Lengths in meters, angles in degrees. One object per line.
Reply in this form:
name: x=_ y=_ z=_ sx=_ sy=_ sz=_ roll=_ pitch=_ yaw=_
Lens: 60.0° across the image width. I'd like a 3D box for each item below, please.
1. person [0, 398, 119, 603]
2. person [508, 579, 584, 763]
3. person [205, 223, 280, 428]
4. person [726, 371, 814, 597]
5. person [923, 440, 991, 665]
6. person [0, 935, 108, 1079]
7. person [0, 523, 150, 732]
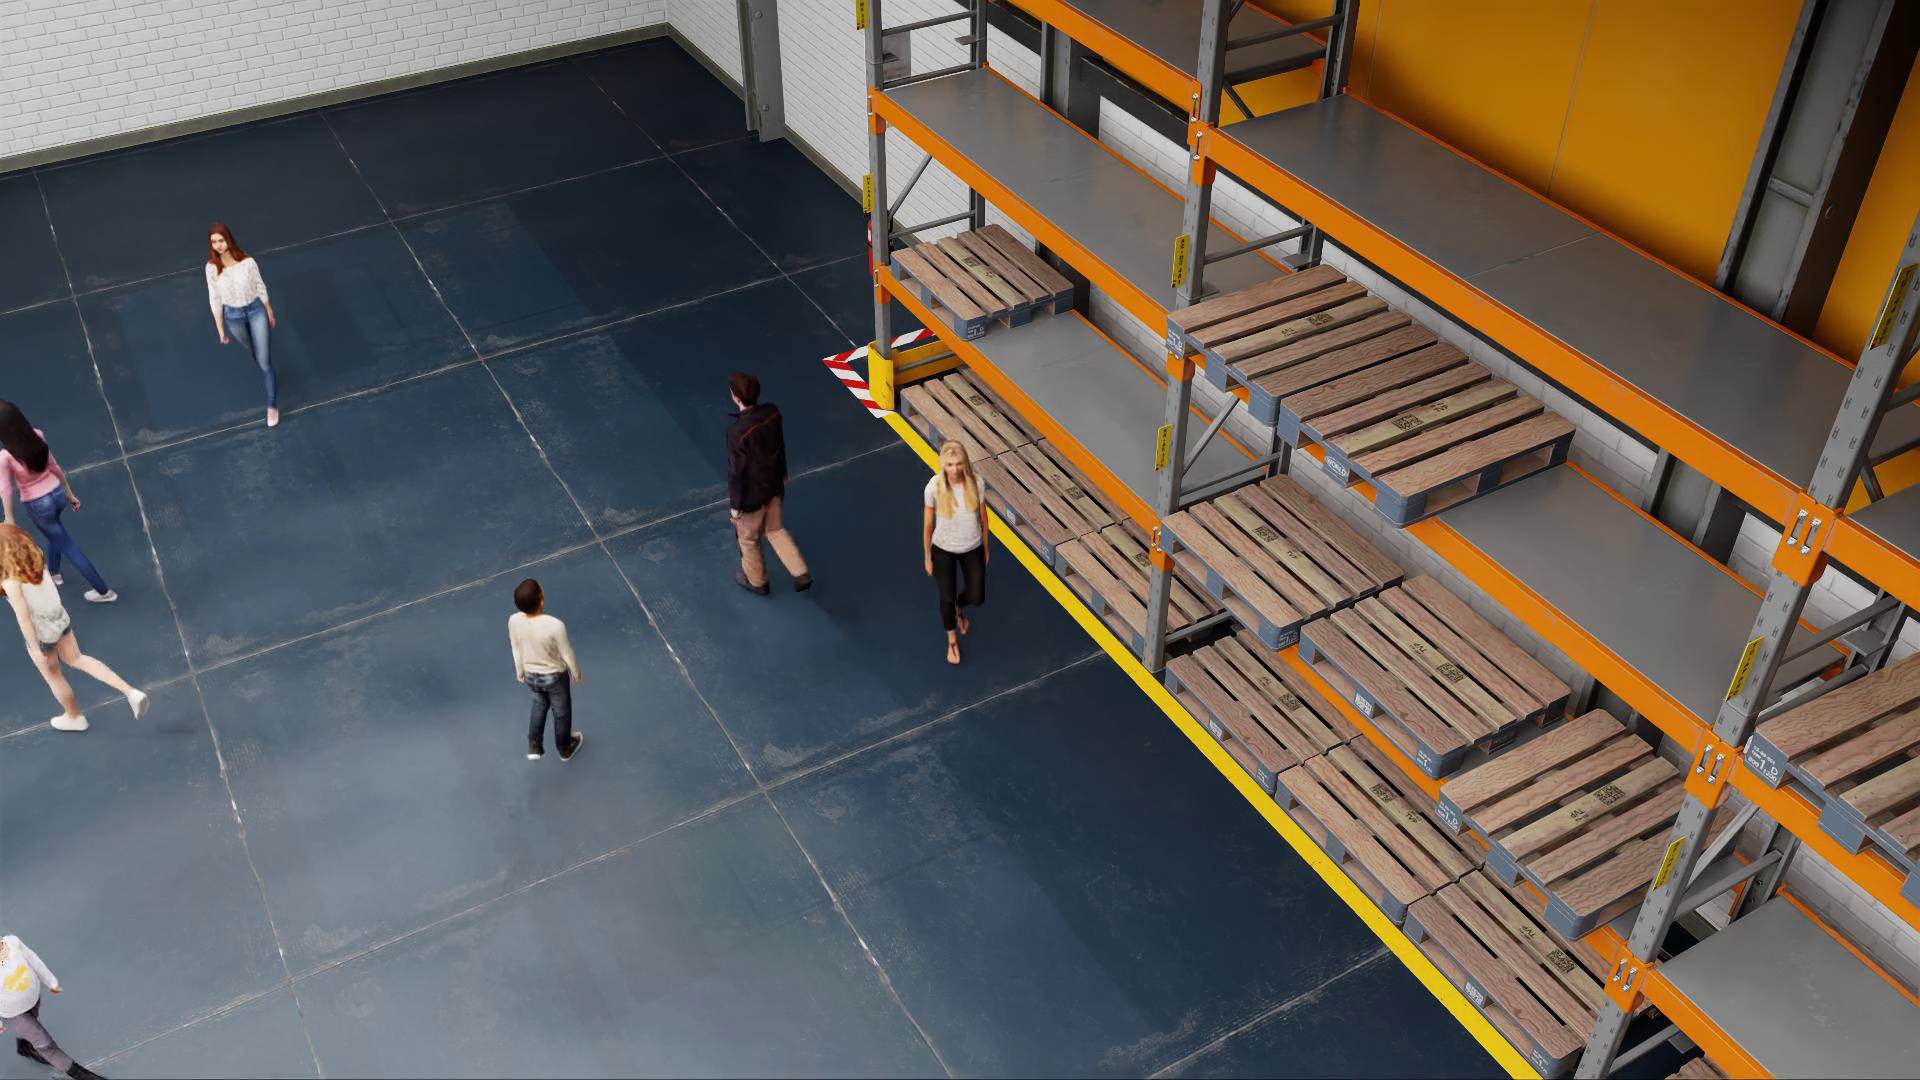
person: x=-6.388 y=-0.227 z=11.735 sx=1.044 sy=1.721 sz=0.963 roll=10 pitch=40 yaw=13
person: x=-2.654 y=0.899 z=10.540 sx=0.719 sy=1.452 sz=0.779 roll=8 pitch=39 yaw=10
person: x=-5.933 y=-1.884 z=13.842 sx=0.836 sy=1.680 sz=1.208 roll=-7 pitch=39 yaw=-9
person: x=-1.346 y=-0.313 z=11.694 sx=1.059 sy=1.906 sz=0.899 roll=26 pitch=46 yaw=29
person: x=-0.049 y=0.021 z=11.346 sx=0.718 sy=1.819 sz=0.778 roll=-10 pitch=40 yaw=-12
person: x=-5.019 y=2.423 z=8.798 sx=0.936 sy=1.245 sz=0.852 roll=11 pitch=40 yaw=14
person: x=-5.766 y=0.589 z=10.695 sx=0.990 sy=1.743 sz=0.987 roll=4 pitch=39 yaw=5
